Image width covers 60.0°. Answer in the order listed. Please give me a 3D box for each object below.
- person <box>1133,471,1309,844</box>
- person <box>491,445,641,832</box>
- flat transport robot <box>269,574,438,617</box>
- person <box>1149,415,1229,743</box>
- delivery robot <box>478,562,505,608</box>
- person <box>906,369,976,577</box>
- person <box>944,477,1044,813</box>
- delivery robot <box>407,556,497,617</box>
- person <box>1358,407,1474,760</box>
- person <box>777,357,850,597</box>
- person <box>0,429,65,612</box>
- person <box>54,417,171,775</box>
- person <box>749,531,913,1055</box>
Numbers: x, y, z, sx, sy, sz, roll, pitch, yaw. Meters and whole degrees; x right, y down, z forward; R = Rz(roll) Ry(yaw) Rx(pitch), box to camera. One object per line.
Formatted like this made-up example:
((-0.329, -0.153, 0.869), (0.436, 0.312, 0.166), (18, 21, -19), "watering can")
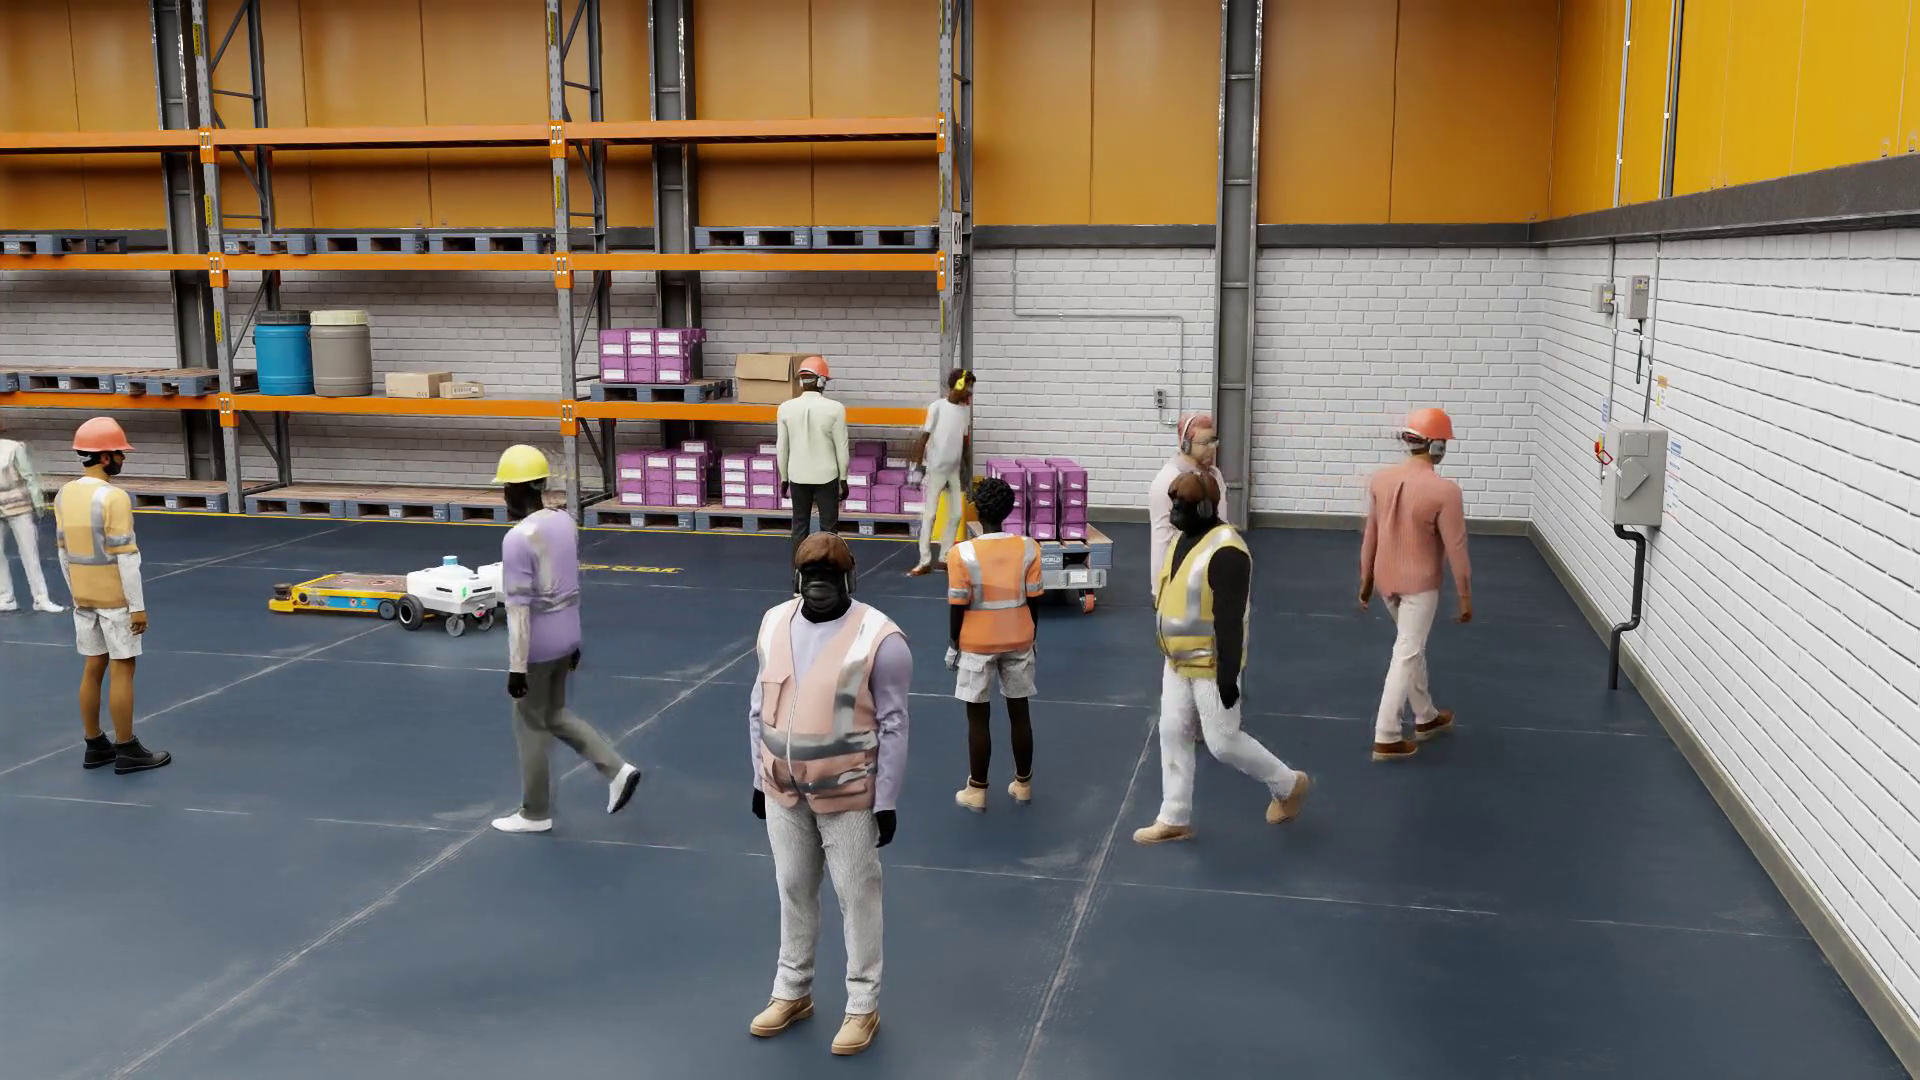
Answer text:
((1.256, 0.562, 7.879), (0.779, 1.817, 0.640), (-3, 10, -18), "person")
((-1.941, 0.491, 7.986), (0.631, 1.909, 0.593), (2, 10, 12), "person")
((-4.656, 0.430, 13.191), (1.431, 0.197, 0.652), (2, 10, 13), "flat transport robot")
((1.347, 0.217, 9.740), (0.466, 1.899, 0.678), (7, 12, 34), "person")
((-3.355, 0.323, 12.709), (0.707, 0.478, 0.477), (7, 12, 37), "delivery robot")
((-0.177, -0.579, 14.590), (0.693, 1.833, 0.340), (-8, 13, -40), "person")
((0.170, 0.528, 8.394), (0.531, 1.698, 0.320), (-4, 10, -22), "person")
((-3.810, 0.363, 12.472), (0.707, 0.478, 0.477), (7, 12, 34), "delivery robot")
((2.644, 0.234, 9.351), (0.911, 1.955, 0.666), (-6, 11, -31), "person")
((-1.195, -0.513, 13.710), (0.609, 1.984, 0.398), (2, 10, 12), "person")
((-7.395, -0.202, 12.979), (0.661, 1.610, 0.324), (0, 10, -1), "person")
((-4.612, 0.299, 9.038), (0.552, 1.935, 0.369), (5, 11, 27), "person")
((-0.485, 0.881, 5.868), (0.621, 1.847, 0.429), (5, 11, 27), "person")
